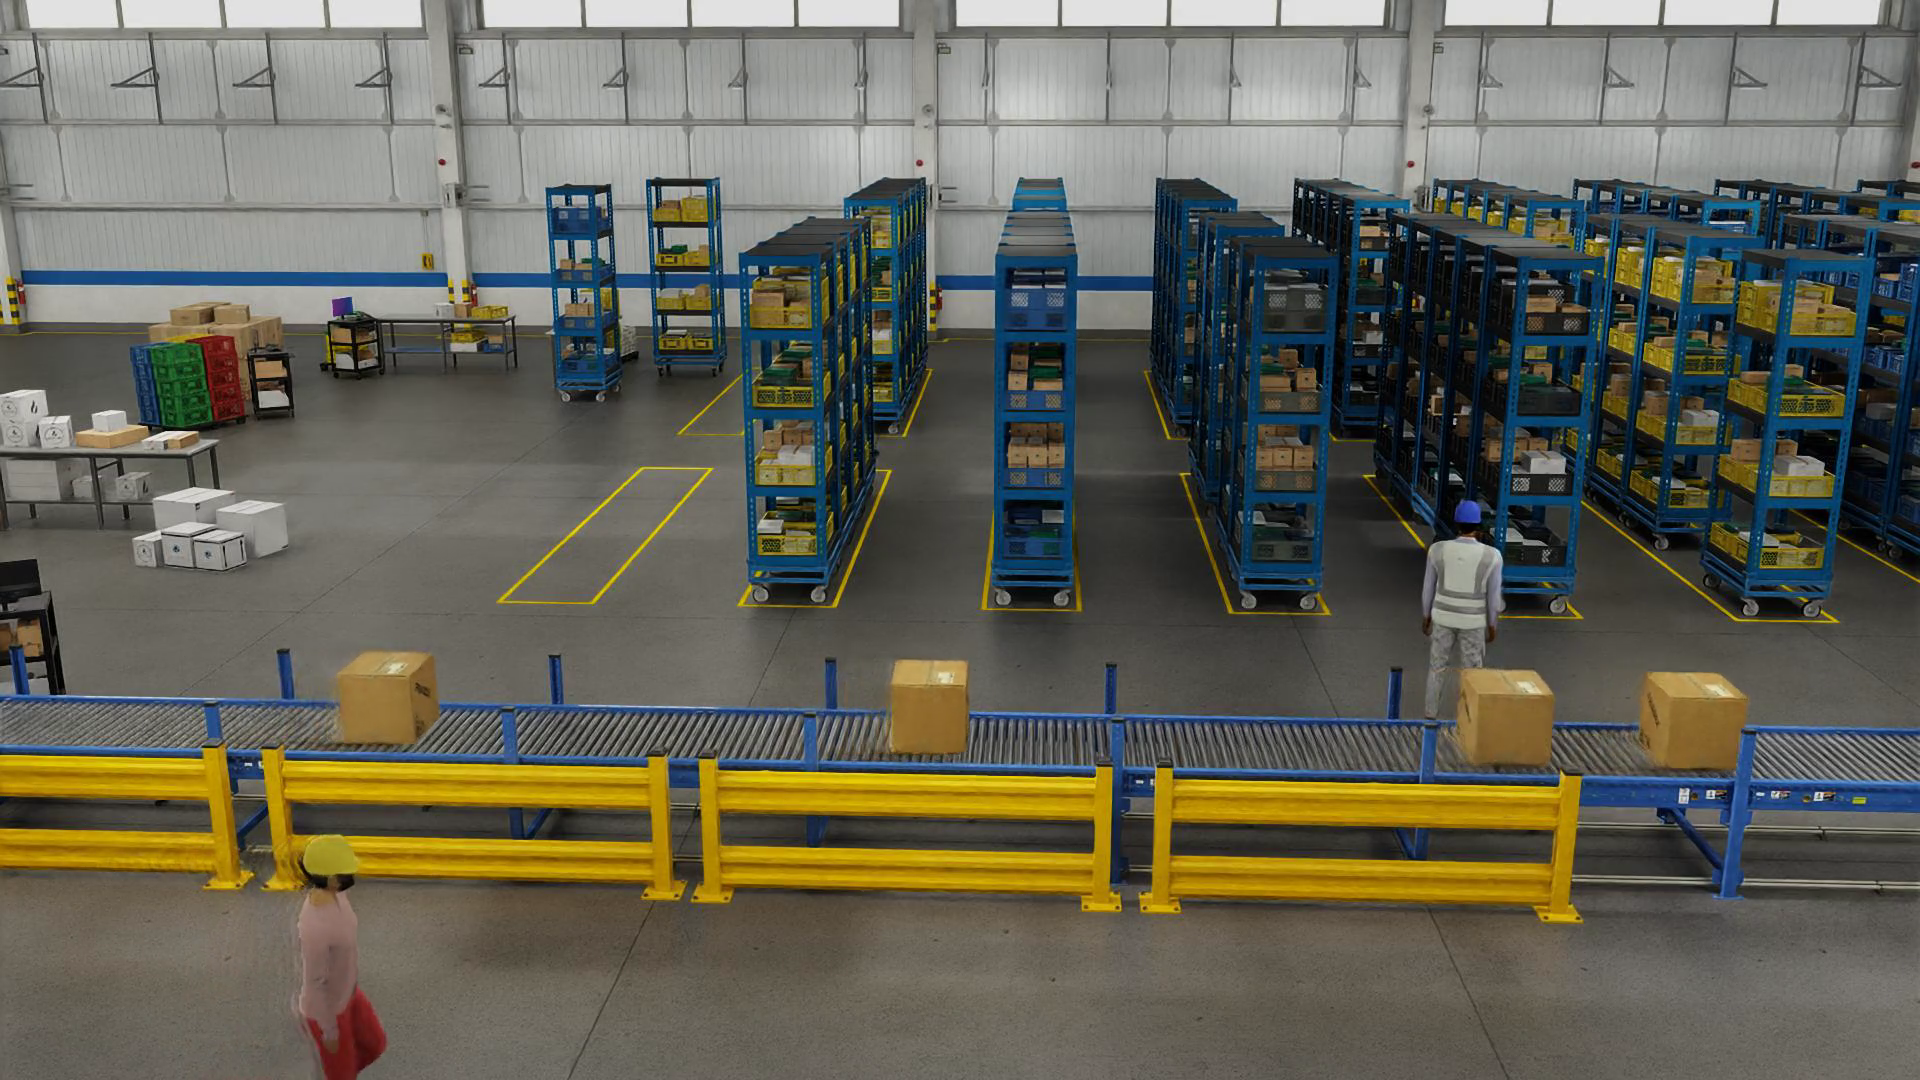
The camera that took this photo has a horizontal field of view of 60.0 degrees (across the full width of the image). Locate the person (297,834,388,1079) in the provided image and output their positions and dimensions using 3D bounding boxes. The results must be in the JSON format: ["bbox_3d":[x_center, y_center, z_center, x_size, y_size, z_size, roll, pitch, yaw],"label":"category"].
[{"bbox_3d":[-2.980,2.214,7.992,0.381,1.749,0.549,-2,15,-8],"label":"person"}]

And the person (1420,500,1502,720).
[{"bbox_3d":[4.068,0.629,13.559,0.622,1.934,0.438,8,17,27],"label":"person"}]

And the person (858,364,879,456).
[{"bbox_3d":[-1.523,-2.057,23.744,0.650,1.812,0.595,-2,15,-8],"label":"person"}]
